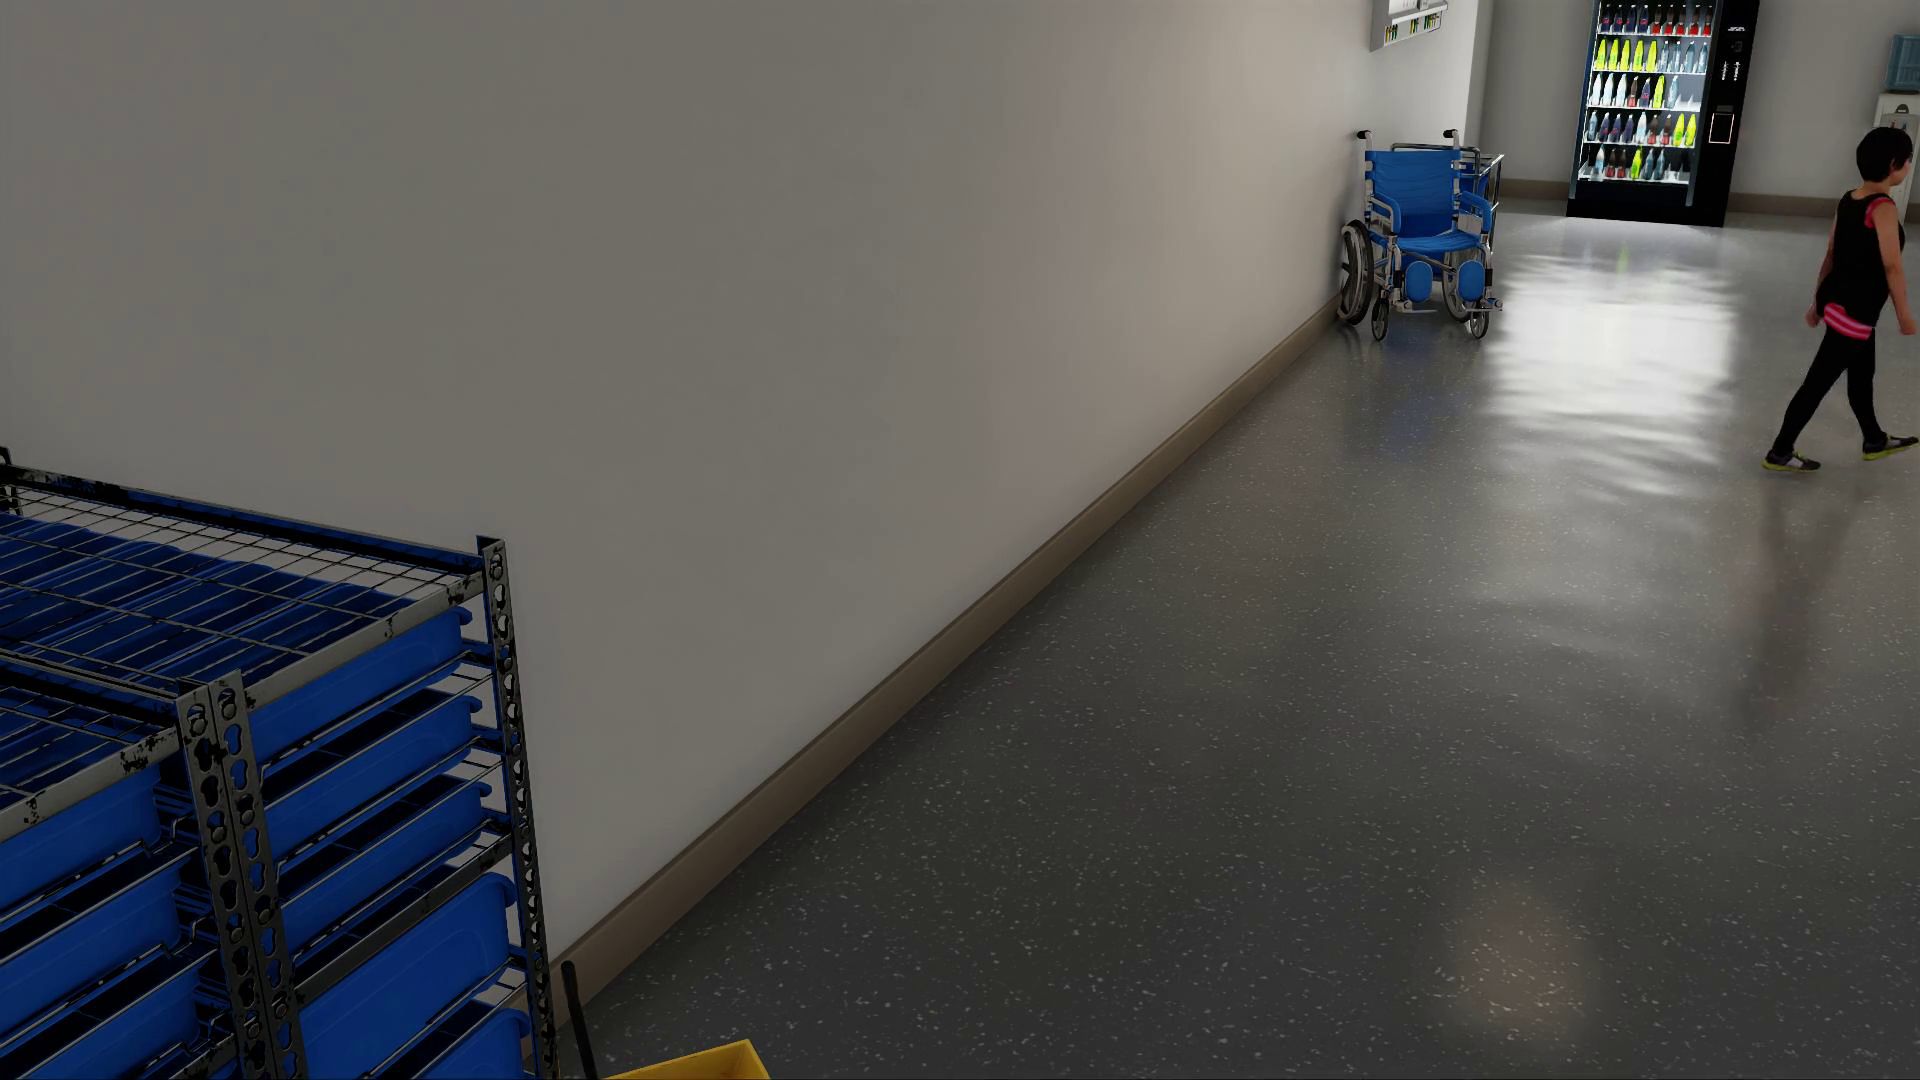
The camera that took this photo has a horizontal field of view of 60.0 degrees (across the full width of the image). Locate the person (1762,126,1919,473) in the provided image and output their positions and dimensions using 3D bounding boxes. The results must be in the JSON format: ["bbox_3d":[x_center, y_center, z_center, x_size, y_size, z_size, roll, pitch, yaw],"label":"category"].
[{"bbox_3d":[3.849,-1.018,7.341,1.016,1.521,0.754,2,21,6],"label":"person"}]
